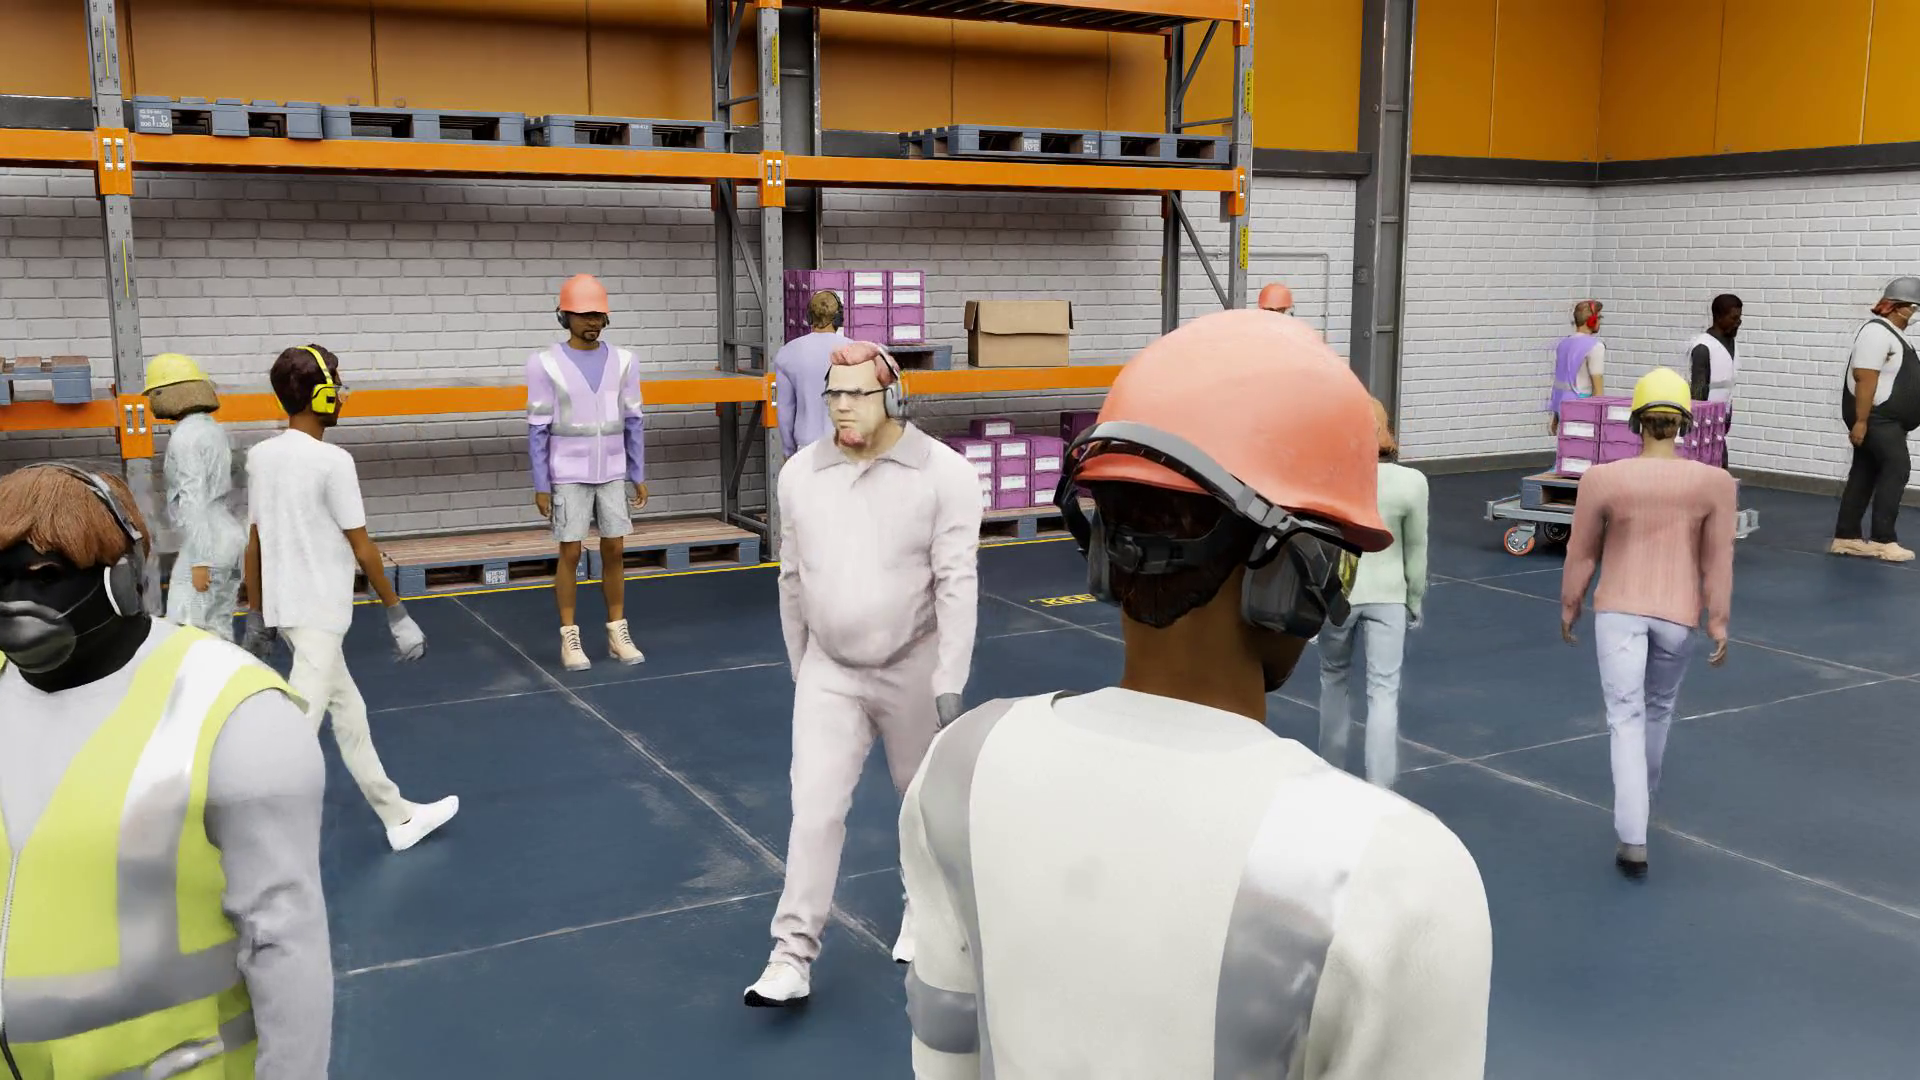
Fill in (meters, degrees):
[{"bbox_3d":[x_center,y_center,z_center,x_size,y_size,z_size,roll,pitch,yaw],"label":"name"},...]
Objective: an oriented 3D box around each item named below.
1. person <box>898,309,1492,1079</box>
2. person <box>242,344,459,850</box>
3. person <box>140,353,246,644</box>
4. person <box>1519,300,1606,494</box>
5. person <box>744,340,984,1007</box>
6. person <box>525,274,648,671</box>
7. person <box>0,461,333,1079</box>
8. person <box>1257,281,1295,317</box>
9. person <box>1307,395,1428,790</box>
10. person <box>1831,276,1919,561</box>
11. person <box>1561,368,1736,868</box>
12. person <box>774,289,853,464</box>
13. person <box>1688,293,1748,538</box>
[{"bbox_3d":[0.224,0.810,1.563,0.605,2.035,0.385,9,13,43],"label":"person"},{"bbox_3d":[-2.101,0.264,5.560,0.506,1.819,0.962,8,12,40],"label":"person"},{"bbox_3d":[-3.198,0.065,7.076,0.499,1.707,0.525,-1,9,-6],"label":"person"},{"bbox_3d":[4.877,-1.006,13.291,0.762,1.818,0.579,-1,9,-6],"label":"person"},{"bbox_3d":[-0.270,0.384,4.691,0.646,1.863,0.965,3,10,15],"label":"person"},{"bbox_3d":[-1.902,-0.338,8.560,0.610,2.040,0.400,-6,11,-34],"label":"person"},{"bbox_3d":[-1.192,0.766,2.515,0.633,1.817,0.833,2,10,11],"label":"person"},{"bbox_3d":[2.245,-0.856,11.890,0.626,1.977,0.745,6,11,34],"label":"person"},{"bbox_3d":[1.514,0.248,6.294,0.491,1.603,0.808,2,10,12],"label":"person"},{"bbox_3d":[6.624,-0.873,11.801,0.717,2.000,0.698,7,12,36],"label":"person"},{"bbox_3d":[2.424,0.255,5.894,0.538,1.718,0.905,2,10,12],"label":"person"},{"bbox_3d":[-0.815,-0.562,10.210,0.627,1.941,0.370,2,10,14],"label":"person"},{"bbox_3d":[5.713,-0.966,12.872,0.624,1.880,0.793,-9,13,-44],"label":"person"}]
